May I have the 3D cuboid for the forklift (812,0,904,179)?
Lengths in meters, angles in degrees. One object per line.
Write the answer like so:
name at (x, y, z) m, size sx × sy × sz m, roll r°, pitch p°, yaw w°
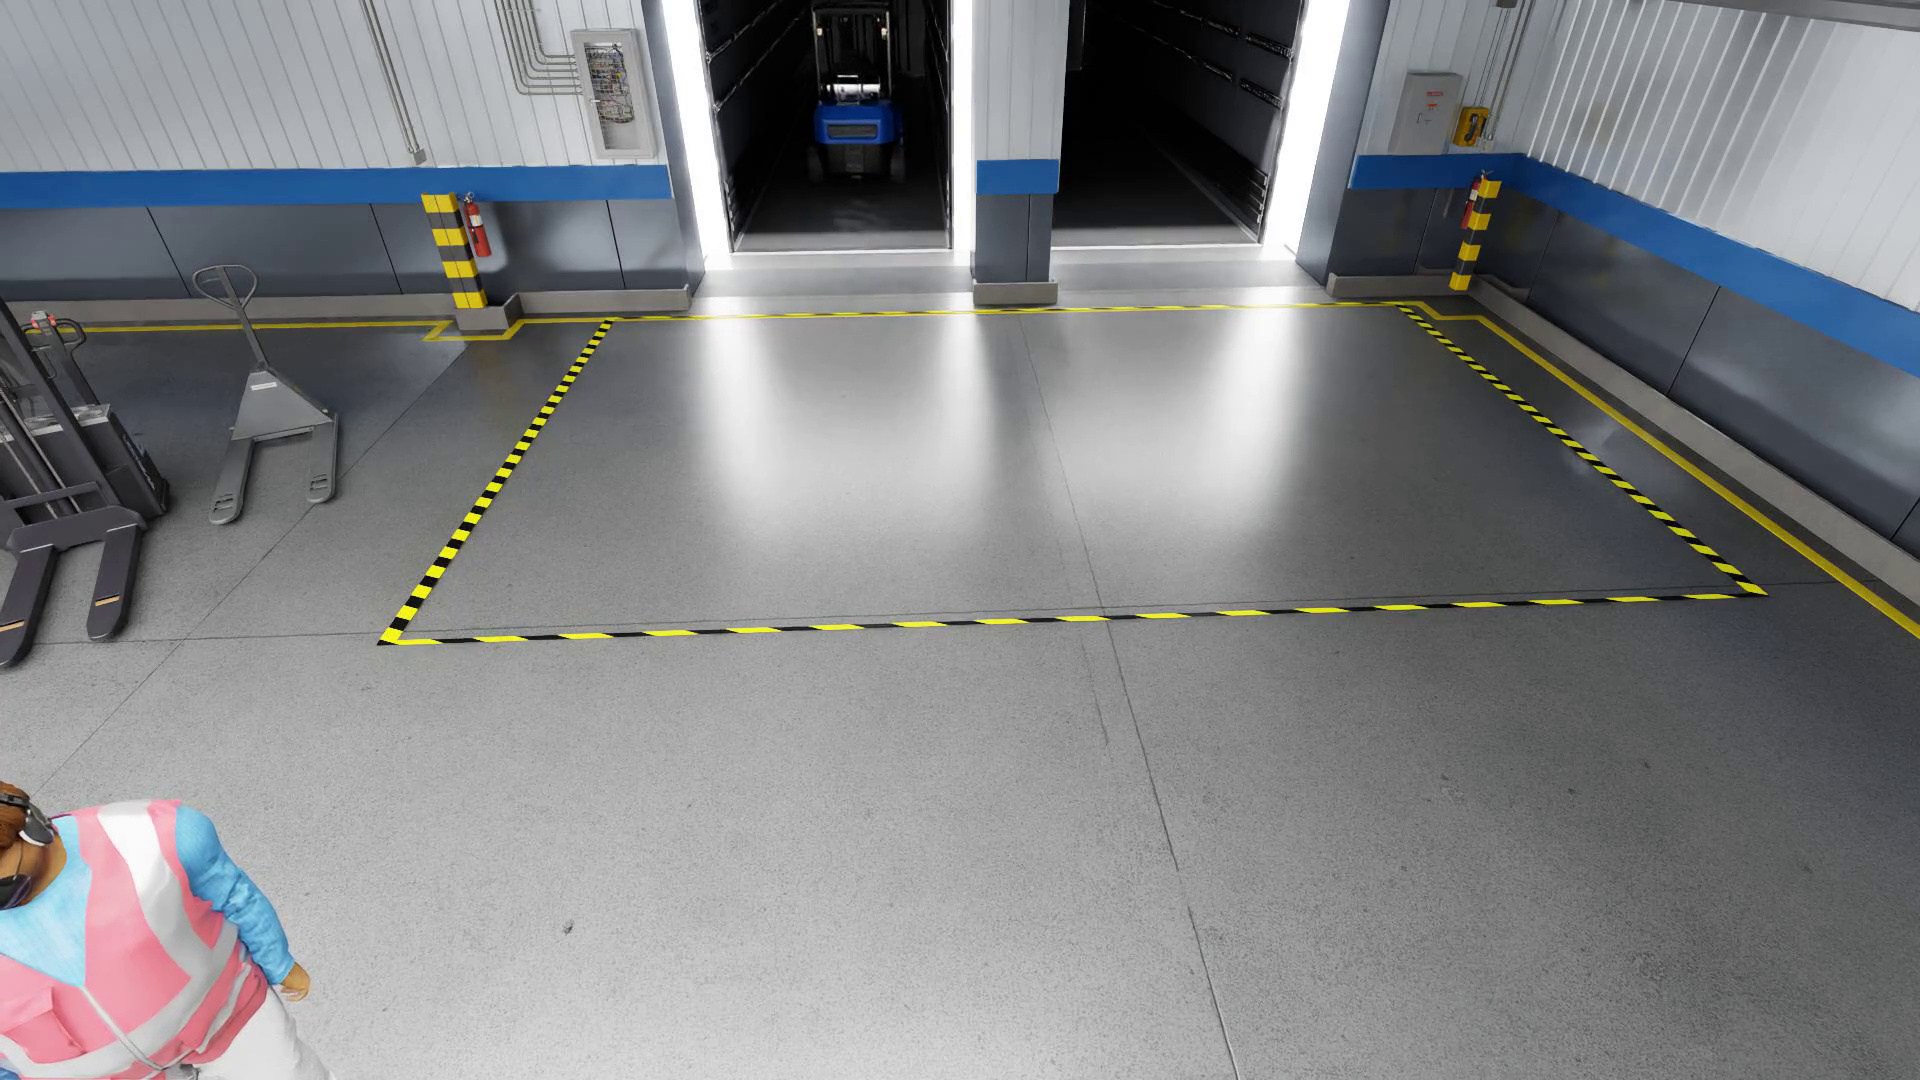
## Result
forklift at (-1.429, -6.481, 12.989) m, size 1.157 × 2.036 × 2.680 m, roll 0°, pitch 35°, yaw 0°

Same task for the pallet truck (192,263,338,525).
pallet truck at (-4.778, -1.027, 6.128) m, size 0.680 × 1.201 × 1.601 m, roll -17°, pitch 38°, yaw -23°

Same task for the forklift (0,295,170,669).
forklift at (-5.212, -0.618, 4.878) m, size 0.823 × 1.965 × 1.885 m, roll -20°, pitch 39°, yaw -26°

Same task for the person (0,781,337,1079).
person at (-2.027, 1.252, 2.326) m, size 0.632 × 1.841 × 0.429 m, roll -29°, pitch 44°, yaw -35°
